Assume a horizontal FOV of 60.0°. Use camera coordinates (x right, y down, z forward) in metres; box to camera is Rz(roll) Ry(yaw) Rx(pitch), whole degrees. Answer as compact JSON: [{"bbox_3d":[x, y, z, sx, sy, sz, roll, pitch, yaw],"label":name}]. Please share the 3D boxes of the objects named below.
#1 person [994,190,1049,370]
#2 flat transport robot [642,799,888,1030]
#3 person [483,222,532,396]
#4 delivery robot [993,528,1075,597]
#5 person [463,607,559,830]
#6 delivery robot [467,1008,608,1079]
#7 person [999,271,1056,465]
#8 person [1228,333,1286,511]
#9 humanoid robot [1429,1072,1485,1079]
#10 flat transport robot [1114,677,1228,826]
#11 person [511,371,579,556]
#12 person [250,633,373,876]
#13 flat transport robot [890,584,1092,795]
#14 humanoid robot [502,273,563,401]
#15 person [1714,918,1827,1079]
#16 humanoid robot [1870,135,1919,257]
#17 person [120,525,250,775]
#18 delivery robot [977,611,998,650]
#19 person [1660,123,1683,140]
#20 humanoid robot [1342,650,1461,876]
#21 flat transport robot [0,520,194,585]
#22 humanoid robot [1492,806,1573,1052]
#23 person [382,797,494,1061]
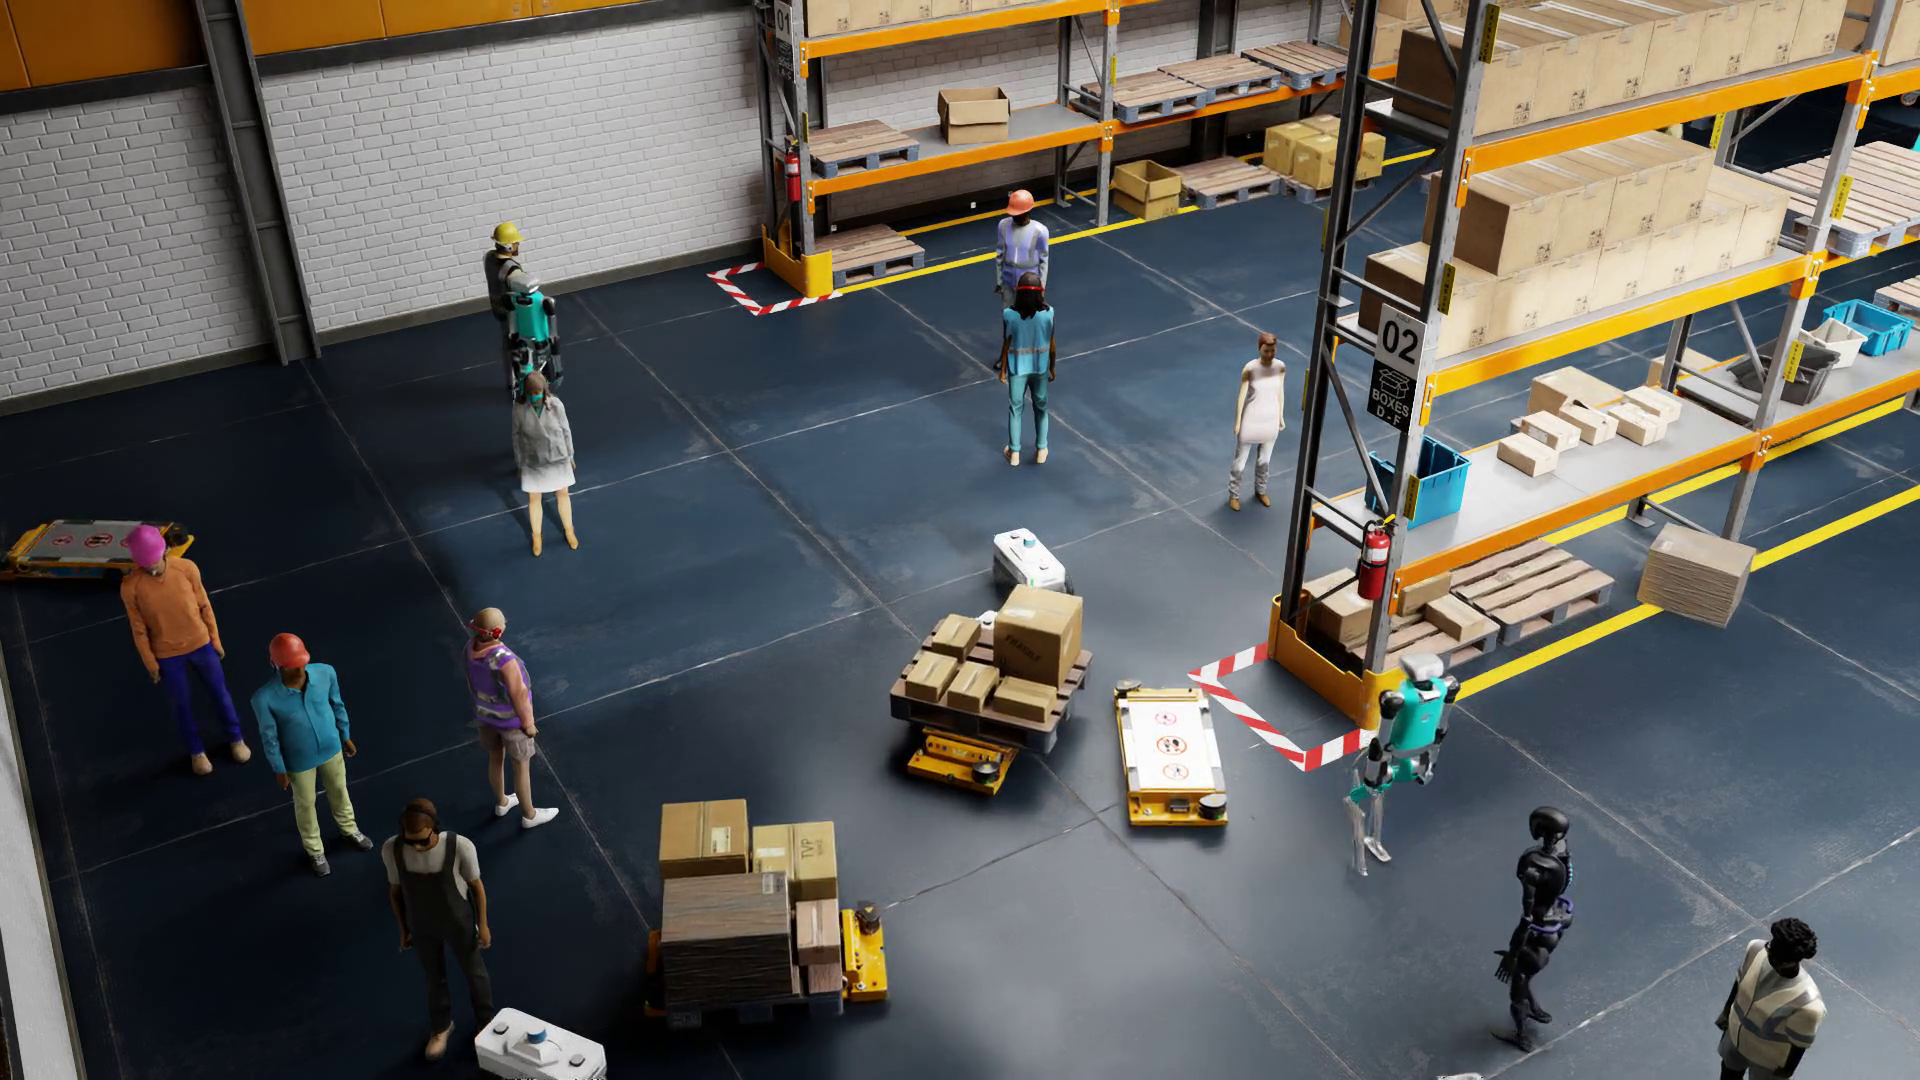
[{"bbox_3d":[0.602,-2.587,16.647,0.542,1.931,0.372,13,34,19],"label":"person"},{"bbox_3d":[-1.173,2.531,10.048,1.431,0.231,0.659,-3,32,-5],"label":"flat transport robot"},{"bbox_3d":[-4.329,-2.215,16.158,0.403,1.822,0.597,-26,40,-35],"label":"person"},{"bbox_3d":[0.567,0.247,13.439,0.499,0.614,0.808,-14,35,-21],"label":"delivery robot"},{"bbox_3d":[-2.985,1.161,10.890,0.497,1.693,0.345,19,37,27],"label":"person"},{"bbox_3d":[-2.316,2.890,9.193,0.773,0.582,0.499,14,35,21],"label":"delivery robot"},{"bbox_3d":[0.616,-1.539,15.035,0.521,1.866,0.391,-3,32,-5],"label":"person"},{"bbox_3d":[2.592,-1.030,14.413,0.459,1.659,0.270,-7,33,-11],"label":"person"},{"bbox_3d":[2.042,3.160,7.634,0.664,1.766,0.534,-9,33,-14],"label":"humanoid robot"},{"bbox_3d":[1.468,1.480,11.723,0.659,0.231,1.431,0,32,0],"label":"flat transport robot"},{"bbox_3d":[-3.440,-0.644,13.795,0.487,1.663,0.343,-9,33,-14],"label":"person"},{"bbox_3d":[-4.116,1.329,10.562,0.320,1.755,0.561,25,40,34],"label":"person"},{"bbox_3d":[0.197,1.276,12.049,0.659,0.231,1.431,12,34,18],"label":"flat transport robot"},{"bbox_3d":[-3.955,-1.468,15.087,0.541,1.760,1.031,10,33,16],"label":"humanoid robot"},{"bbox_3d":[4.132,2.597,8.605,0.319,1.691,0.535,-8,33,-13],"label":"person"},{"bbox_3d":[10.879,-4.189,19.392,0.801,1.770,0.551,6,33,9],"label":"humanoid robot"},{"bbox_3d":[-5.302,0.730,11.324,0.517,1.975,0.407,-20,37,-29],"label":"person"},{"bbox_3d":[0.433,0.840,12.482,0.795,0.602,0.499,21,38,30],"label":"delivery robot"},{"bbox_3d":[9.122,-5.467,21.347,0.745,1.809,0.624,20,37,29],"label":"person"},{"bbox_3d":[2.686,1.355,10.556,0.539,1.796,0.725,-12,34,-18],"label":"humanoid robot"},{"bbox_3d":[-7.270,0.100,13.925,1.431,0.231,0.659,1,32,2],"label":"flat transport robot"},{"bbox_3d":[3.210,2.187,9.279,0.368,1.641,0.610,23,39,32],"label":"humanoid robot"},{"bbox_3d":[-2.857,2.137,9.198,0.505,1.841,0.352,-1,32,-2],"label":"person"}]
